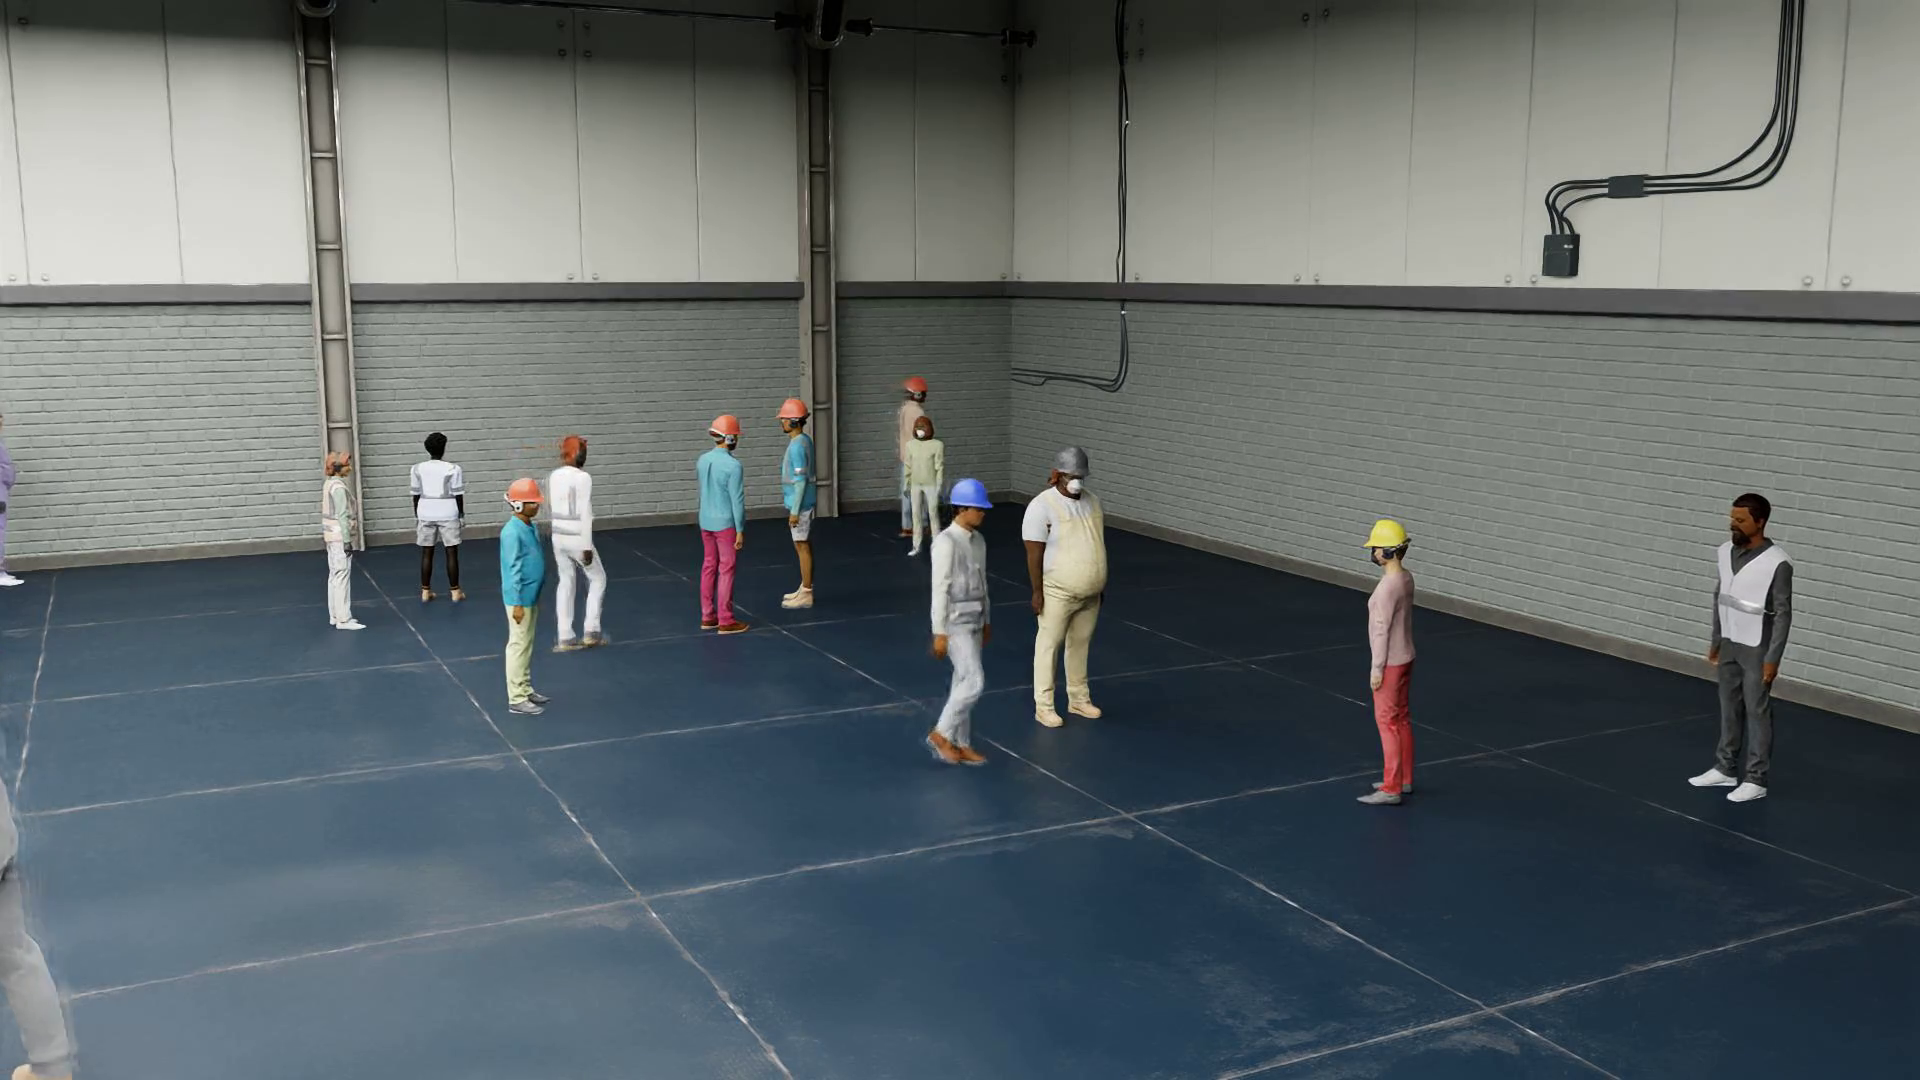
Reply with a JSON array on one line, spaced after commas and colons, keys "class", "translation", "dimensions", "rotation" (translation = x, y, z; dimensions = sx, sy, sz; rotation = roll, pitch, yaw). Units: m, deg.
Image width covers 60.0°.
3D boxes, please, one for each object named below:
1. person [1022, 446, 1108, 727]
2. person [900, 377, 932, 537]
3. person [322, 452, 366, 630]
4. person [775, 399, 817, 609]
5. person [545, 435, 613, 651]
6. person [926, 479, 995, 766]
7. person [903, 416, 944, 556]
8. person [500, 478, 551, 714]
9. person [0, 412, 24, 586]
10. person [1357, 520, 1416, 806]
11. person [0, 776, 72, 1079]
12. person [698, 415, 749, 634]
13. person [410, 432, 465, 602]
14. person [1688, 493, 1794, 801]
[{"class": "person", "translation": [0.816, 0.323, 12.040], "dimensions": [0.689, 2.000, 0.537], "rotation": [-7, 12, -37]}, {"class": "person", "translation": [-0.493, -1.019, 20.489], "dimensions": [0.567, 1.975, 0.655], "rotation": [-4, 10, -24]}, {"class": "person", "translation": [-5.667, 0.007, 15.228], "dimensions": [0.308, 1.636, 0.523], "rotation": [-6, 11, -31]}, {"class": "person", "translation": [-1.589, -0.352, 16.185], "dimensions": [0.386, 2.045, 0.605], "rotation": [0, 9, 1]}, {"class": "person", "translation": [-3.308, 0.021, 14.438], "dimensions": [0.607, 1.860, 0.625], "rotation": [7, 12, 37]}, {"class": "person", "translation": [0.031, 0.556, 10.929], "dimensions": [0.450, 1.930, 0.635], "rotation": [4, 10, 24]}, {"class": "person", "translation": [-0.415, -0.613, 19.073], "dimensions": [0.501, 1.627, 0.288], "rotation": [4, 10, 21]}, {"class": "person", "translation": [-3.229, 0.406, 12.407], "dimensions": [0.342, 1.751, 0.564], "rotation": [0, 9, -1]}, {"class": "person", "translation": [-10.070, -0.473, 17.358], "dimensions": [0.403, 1.906, 0.652], "rotation": [-8, 12, -40]}, {"class": "person", "translation": [2.640, 0.749, 10.286], "dimensions": [0.335, 1.760, 0.523], "rotation": [5, 11, 31]}, {"class": "person", "translation": [-3.933, 1.237, 6.407], "dimensions": [0.846, 2.000, 0.703], "rotation": [-1, 9, -5]}, {"class": "person", "translation": [-2.133, -0.141, 15.095], "dimensions": [0.607, 1.987, 0.416], "rotation": [9, 13, 44]}, {"class": "person", "translation": [-5.166, -0.221, 16.477], "dimensions": [0.536, 1.691, 0.320], "rotation": [1, 9, 3]}, {"class": "person", "translation": [4.905, 0.659, 10.344], "dimensions": [0.395, 1.919, 0.590], "rotation": [-2, 9, -14]}]
